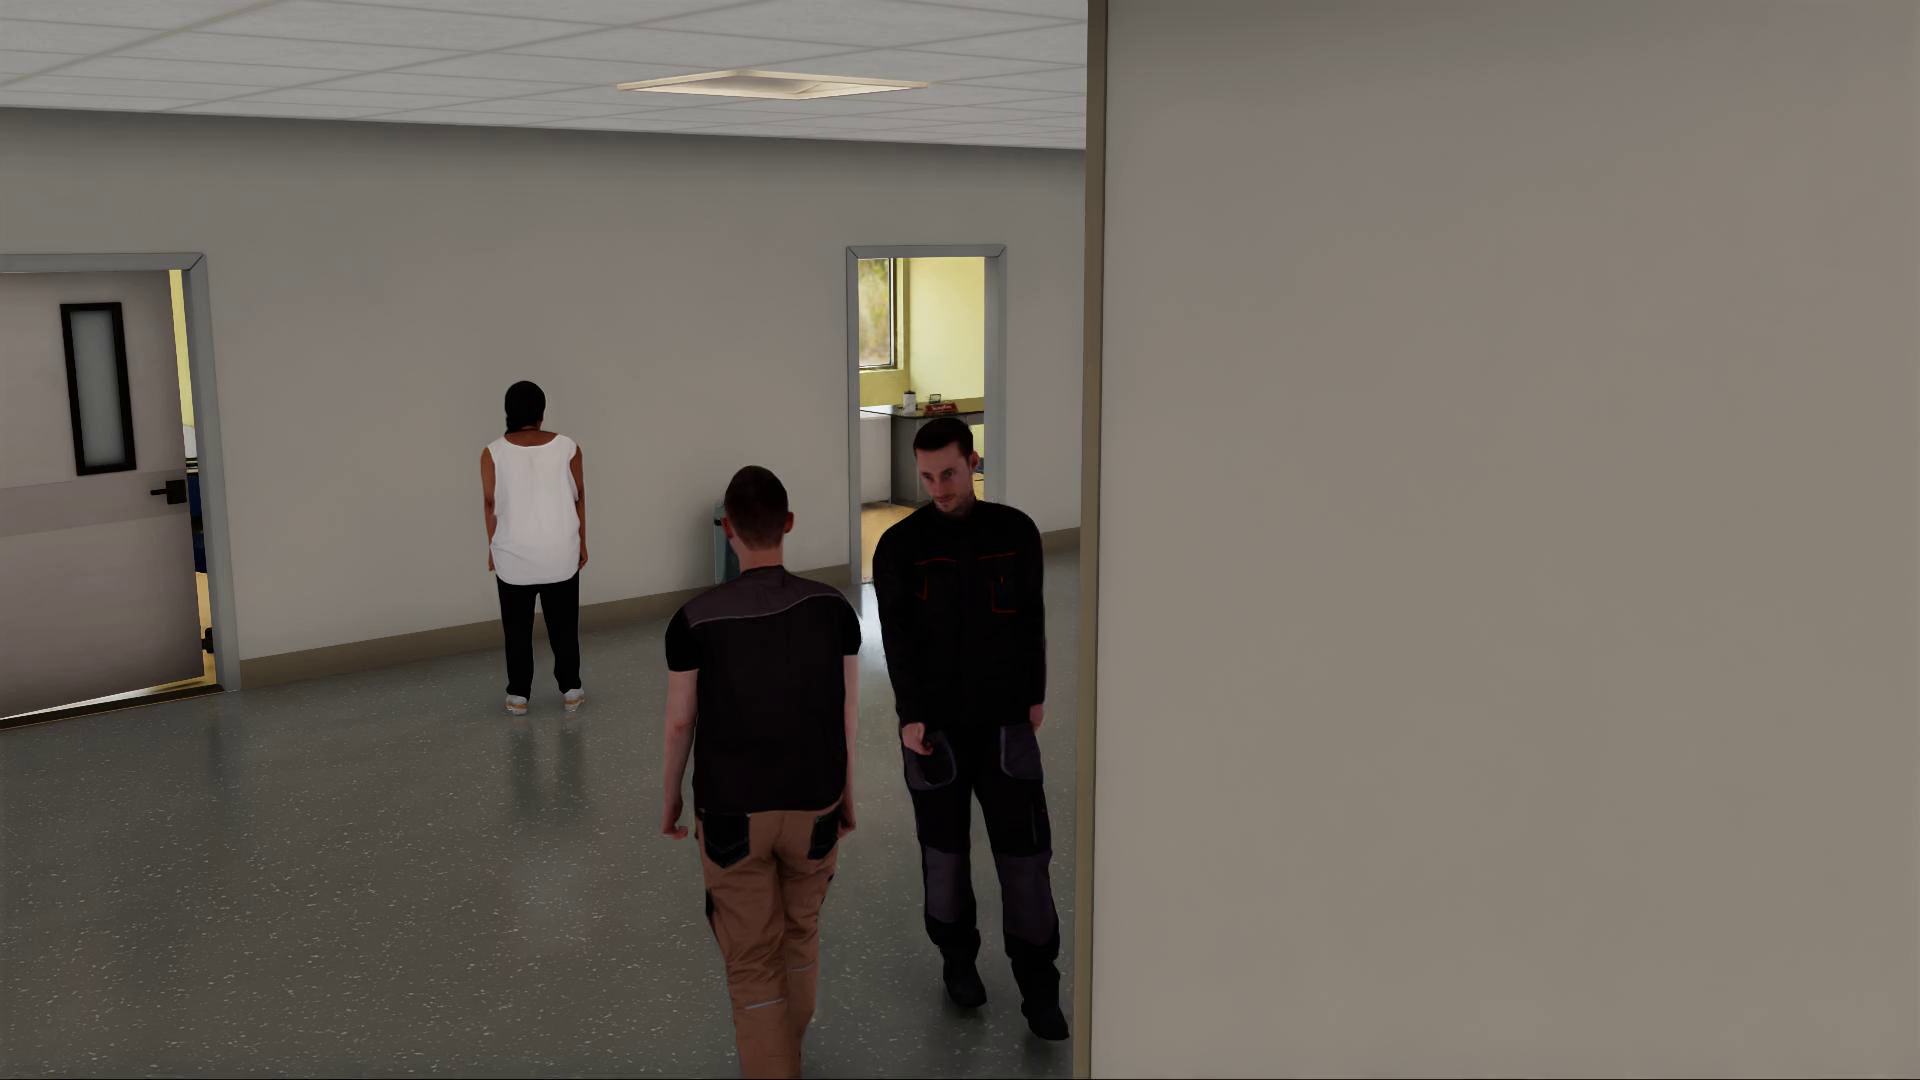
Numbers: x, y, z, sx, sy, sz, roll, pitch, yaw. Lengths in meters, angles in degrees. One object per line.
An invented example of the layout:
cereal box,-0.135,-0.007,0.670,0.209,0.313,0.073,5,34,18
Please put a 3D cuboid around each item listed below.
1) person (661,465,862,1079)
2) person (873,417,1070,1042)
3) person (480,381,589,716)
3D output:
person,-0.492,0.743,4.366,1.138,1.801,0.973,-4,12,-22
person,-0.004,0.552,5.169,0.983,1.876,1.008,-2,11,-12
person,-2.157,0.031,8.422,0.687,1.687,0.810,-3,11,-16
